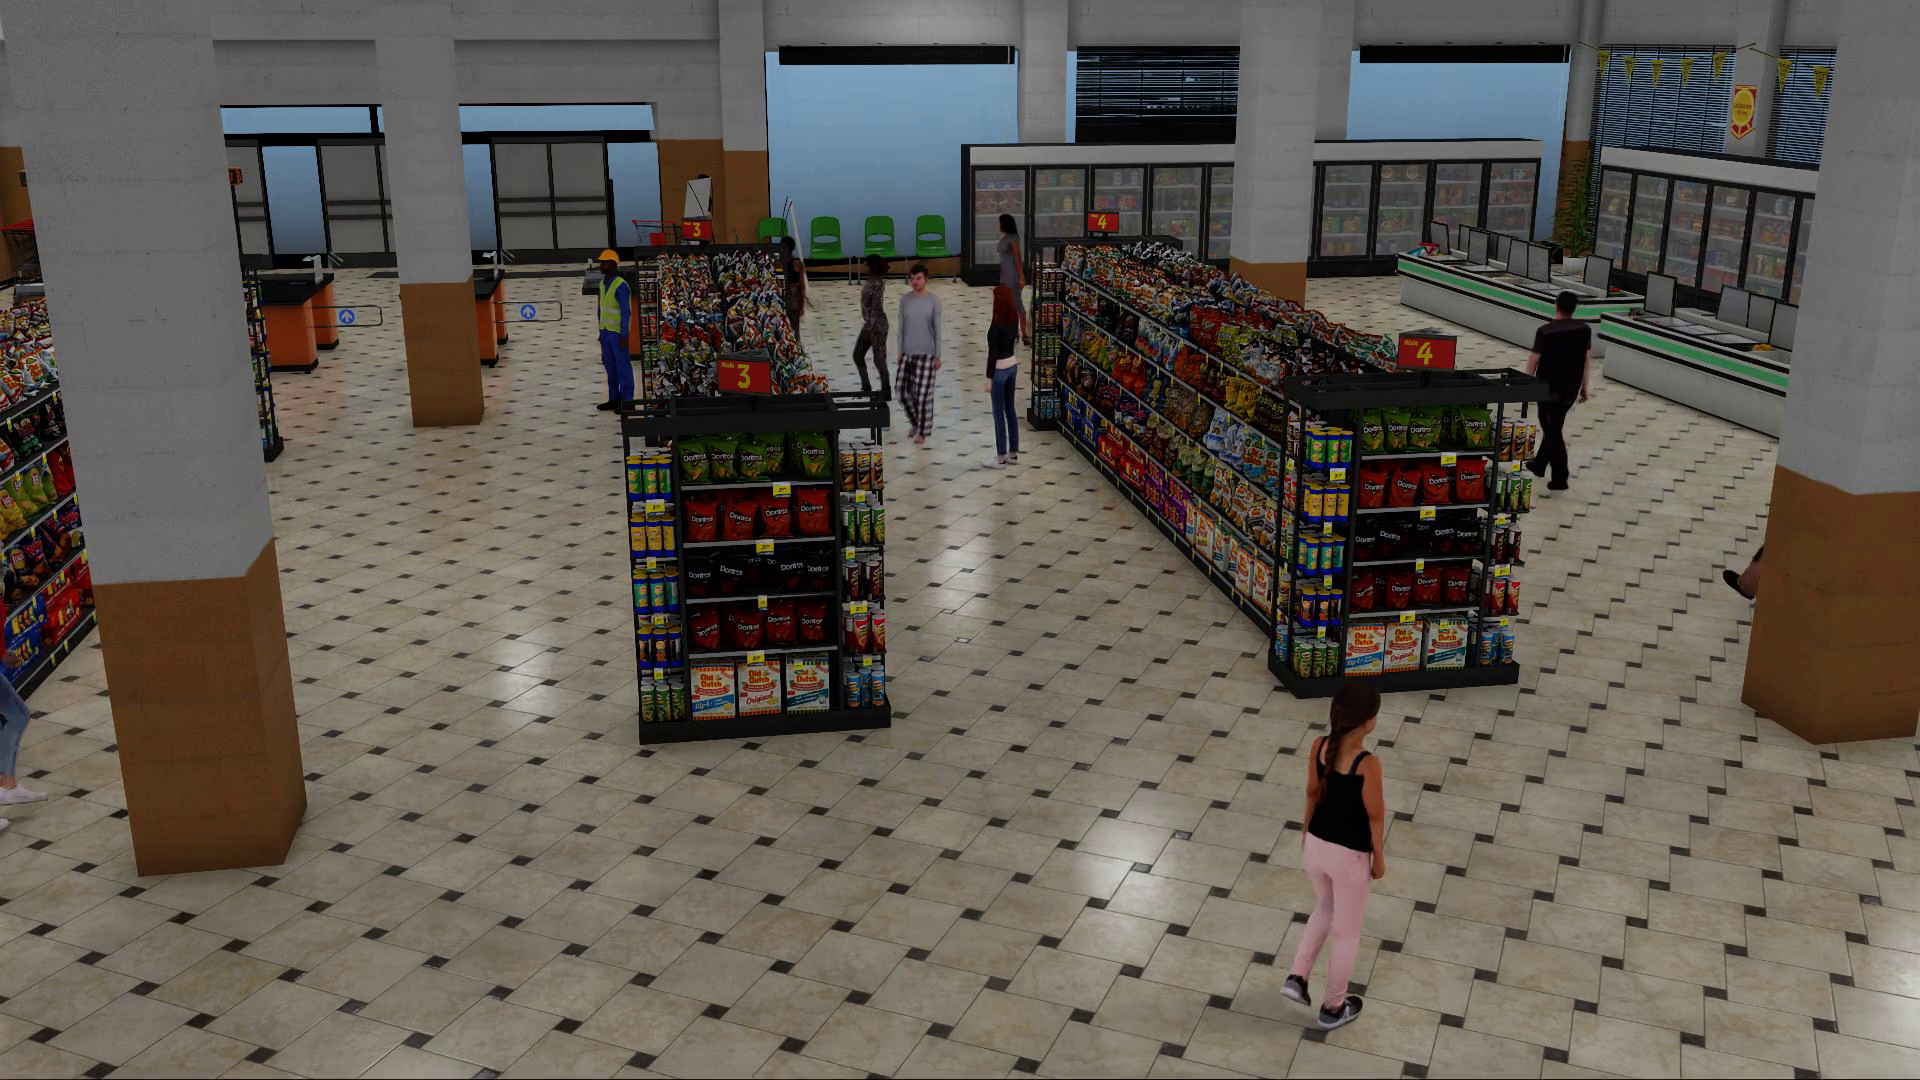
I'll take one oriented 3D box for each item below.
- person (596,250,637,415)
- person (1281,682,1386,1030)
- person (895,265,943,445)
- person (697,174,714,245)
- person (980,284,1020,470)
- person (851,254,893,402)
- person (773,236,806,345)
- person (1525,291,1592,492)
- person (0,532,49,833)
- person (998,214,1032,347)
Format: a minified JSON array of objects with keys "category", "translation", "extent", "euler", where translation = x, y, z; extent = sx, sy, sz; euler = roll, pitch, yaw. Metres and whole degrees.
[{"category":"person","translation":[-3.845,-2.325,18.536],"extent":[0.814,1.812,0.709],"euler":[-16,23,-42]},{"category":"person","translation":[1.535,1.338,6.926],"extent":[0.743,1.549,0.696],"euler":[-14,22,-39]},{"category":"person","translation":[-0.396,-1.933,17.198],"extent":[0.776,1.840,0.815],"euler":[6,18,18]},{"category":"person","translation":[-4.722,-5.890,30.571],"extent":[0.713,1.642,0.588],"euler":[-12,21,-34]},{"category":"person","translation":[0.419,-1.593,16.164],"extent":[0.720,1.791,0.652],"euler":[10,20,30]},{"category":"person","translation":[-0.880,-2.399,18.977],"extent":[0.703,1.698,0.676],"euler":[-7,18,-21]},{"category":"person","translation":[-2.129,-2.933,20.734],"extent":[0.611,1.698,0.790],"euler":[-4,17,-14]},{"category":"person","translation":[5.510,-1.325,15.263],"extent":[0.743,1.802,1.178],"euler":[-2,17,-7]},{"category":"person","translation":[-5.202,0.734,8.721],"extent":[0.919,1.662,0.868],"euler":[-14,22,-38]},{"category":"person","translation":[0.772,-3.514,22.544],"extent":[0.852,1.758,0.609],"euler":[-11,20,-32]}]
